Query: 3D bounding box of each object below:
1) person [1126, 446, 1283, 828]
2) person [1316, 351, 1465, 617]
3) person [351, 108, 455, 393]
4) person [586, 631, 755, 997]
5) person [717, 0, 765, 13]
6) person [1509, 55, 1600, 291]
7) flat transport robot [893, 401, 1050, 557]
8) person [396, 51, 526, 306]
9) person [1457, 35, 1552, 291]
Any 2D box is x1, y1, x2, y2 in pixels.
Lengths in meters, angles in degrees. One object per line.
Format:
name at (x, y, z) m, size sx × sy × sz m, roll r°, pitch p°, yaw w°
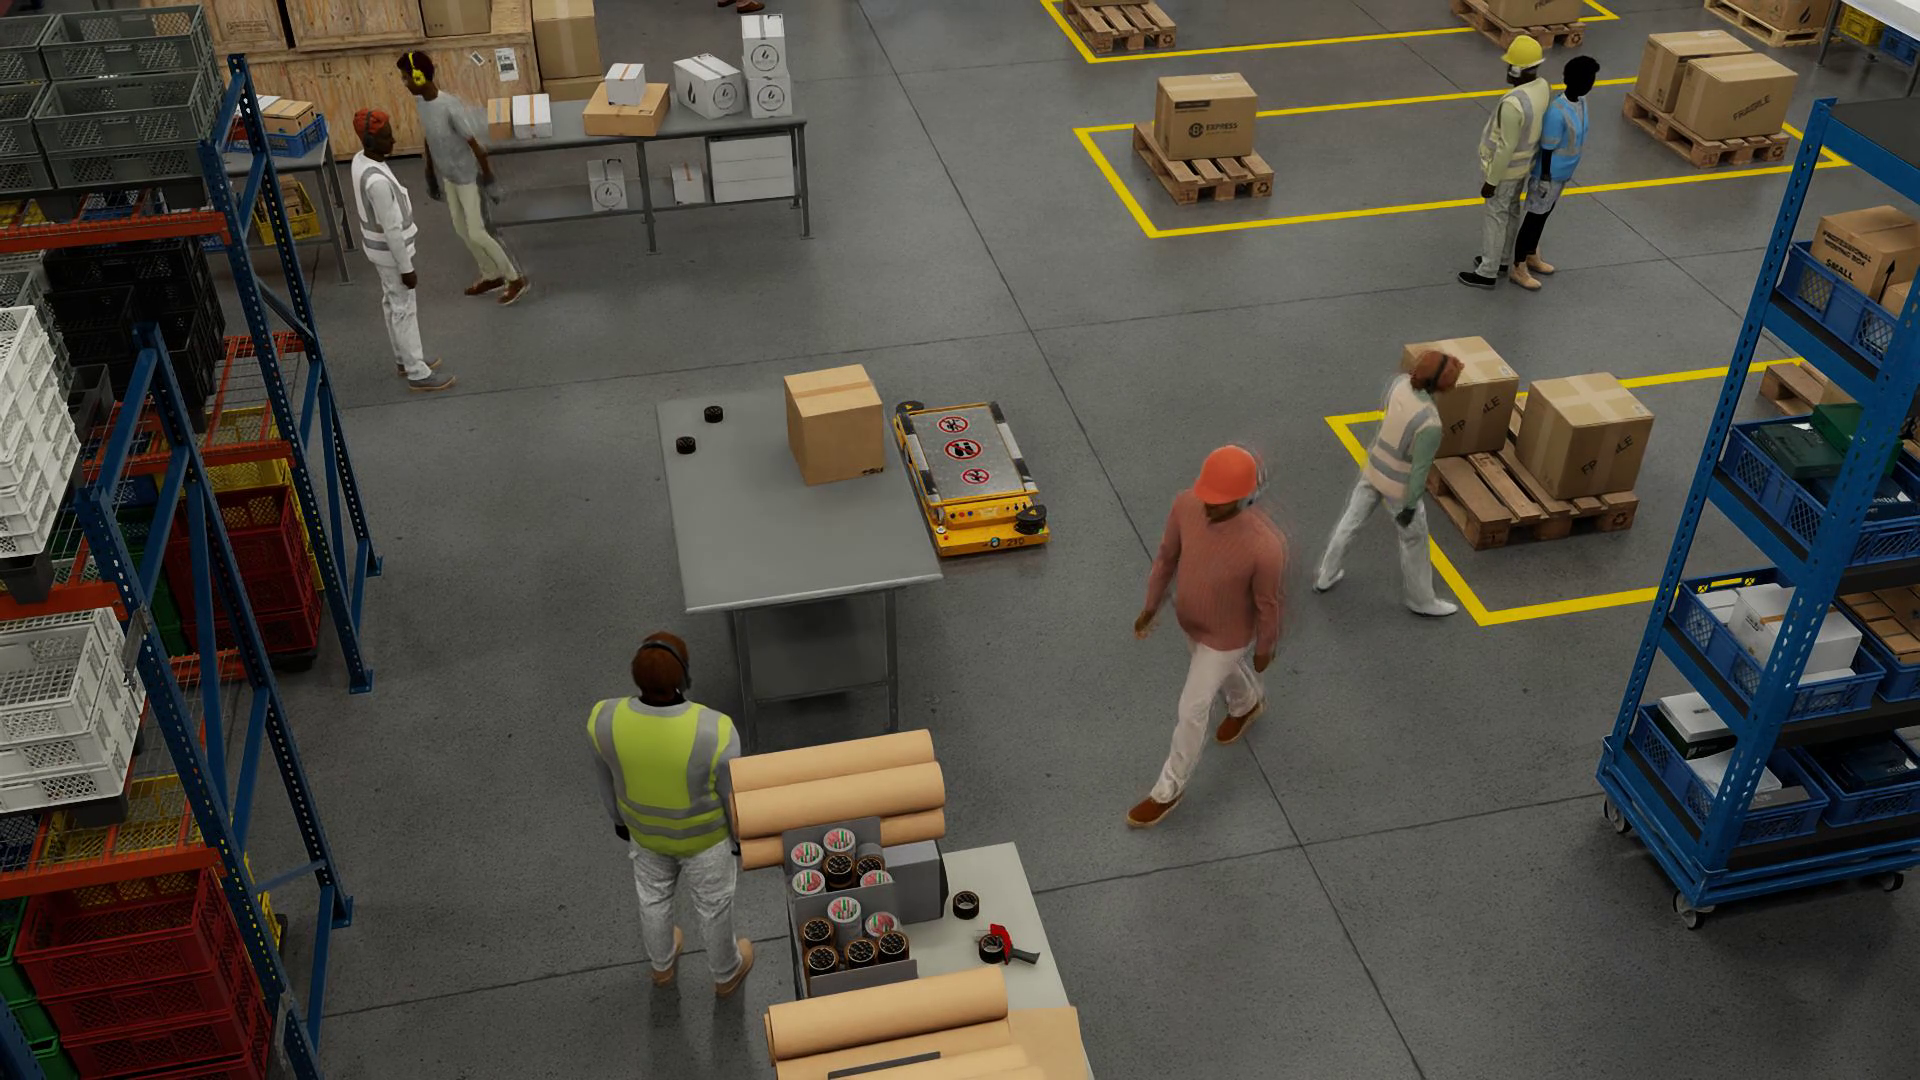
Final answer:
person at (1.183, 0.354, 7.667) m, size 1.023 × 1.952 × 0.612 m, roll -24°, pitch 43°, yaw -28°
person at (2.340, -0.312, 8.846) m, size 0.675 × 1.596 × 0.557 m, roll -8°, pitch 37°, yaw -11°
person at (-3.629, -1.850, 10.676) m, size 0.360 × 1.884 × 0.574 m, roll -17°, pitch 40°, yaw -22°
person at (-1.125, 1.127, 6.719) m, size 0.628 × 1.836 × 0.428 m, roll 6°, pitch 37°, yaw 9°
person at (-2.275, -6.259, 16.585) m, size 0.652 × 1.904 × 0.403 m, roll 29°, pitch 45°, yaw 33°
person at (4.246, -2.635, 11.888) m, size 0.320 × 1.693 × 0.531 m, roll 24°, pitch 43°, yaw 29°
flat transport robot at (0.046, -0.430, 10.108) m, size 0.652 × 0.197 × 1.431 m, roll -8°, pitch 37°, yaw -10°
person at (-3.506, -2.521, 11.621) m, size 0.565 × 1.829 × 0.455 m, roll 27°, pitch 44°, yaw 32°
person at (3.881, -2.675, 11.829) m, size 0.403 × 1.828 × 0.598 m, roll 25°, pitch 43°, yaw 30°
